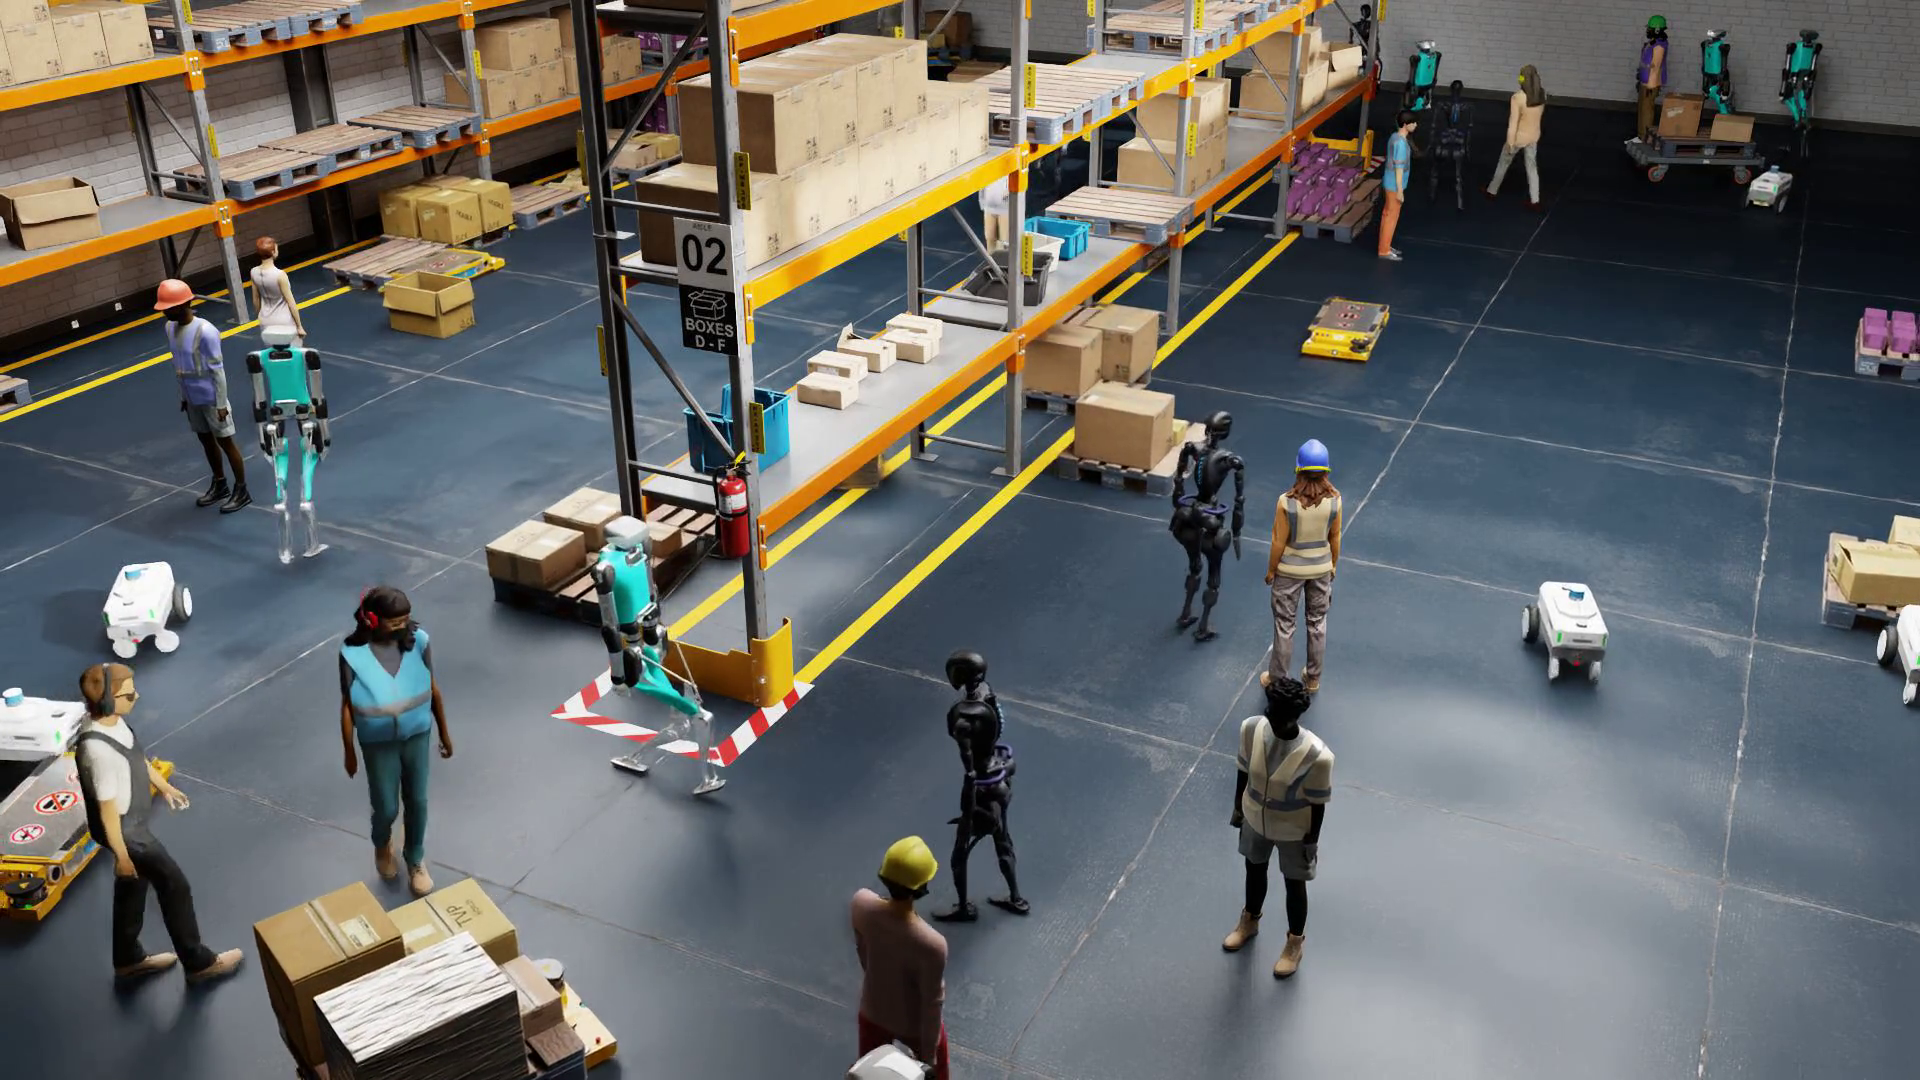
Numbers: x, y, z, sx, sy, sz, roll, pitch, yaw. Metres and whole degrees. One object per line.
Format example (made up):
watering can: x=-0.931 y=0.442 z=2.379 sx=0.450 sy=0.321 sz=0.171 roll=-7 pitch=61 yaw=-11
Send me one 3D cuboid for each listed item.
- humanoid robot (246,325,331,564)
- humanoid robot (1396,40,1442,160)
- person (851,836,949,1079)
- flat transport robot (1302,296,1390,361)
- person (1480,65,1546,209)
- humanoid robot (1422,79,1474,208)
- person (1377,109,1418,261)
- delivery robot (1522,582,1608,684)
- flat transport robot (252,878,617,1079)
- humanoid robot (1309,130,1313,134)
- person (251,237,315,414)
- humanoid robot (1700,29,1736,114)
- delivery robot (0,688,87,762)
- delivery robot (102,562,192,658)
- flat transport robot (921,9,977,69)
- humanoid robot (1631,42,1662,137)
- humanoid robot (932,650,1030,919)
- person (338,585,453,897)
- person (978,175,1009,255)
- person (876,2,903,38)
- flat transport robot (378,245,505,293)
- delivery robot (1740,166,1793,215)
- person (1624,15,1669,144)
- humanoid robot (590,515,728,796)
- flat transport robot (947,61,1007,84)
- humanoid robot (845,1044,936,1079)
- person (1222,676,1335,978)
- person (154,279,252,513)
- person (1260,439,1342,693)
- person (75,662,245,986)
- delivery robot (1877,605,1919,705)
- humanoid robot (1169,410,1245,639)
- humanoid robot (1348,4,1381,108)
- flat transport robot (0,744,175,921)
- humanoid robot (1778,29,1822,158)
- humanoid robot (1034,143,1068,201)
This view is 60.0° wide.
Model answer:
humanoid robot: x=-5.017 y=-0.668 z=12.482 sx=0.533 sy=1.763 sz=0.810 roll=-5 pitch=27 yaw=-9
humanoid robot: x=6.486 y=-6.325 z=23.891 sx=0.548 sy=1.733 sz=1.010 roll=-14 pitch=30 yaw=-26
person: x=-0.289 y=2.020 z=7.049 sx=0.516 sy=1.731 sz=0.843 roll=16 pitch=31 yaw=29
flat transport robot: x=4.009 y=-2.192 z=17.206 sx=0.659 sy=0.231 sz=1.431 roll=10 pitch=28 yaw=19
person: x=7.322 y=-5.259 z=21.661 sx=0.570 sy=1.818 sz=1.028 roll=-8 pitch=27 yaw=-16
humanoid robot: x=6.348 y=-5.120 z=21.576 sx=0.601 sy=1.641 sz=0.519 roll=0 pitch=26 yaw=1
person: x=5.125 y=-4.160 z=19.505 sx=0.335 sy=1.759 sz=0.495 roll=3 pitch=27 yaw=6
delivery robot: x=4.137 y=0.580 z=11.269 sx=0.499 sy=0.581 sz=0.774 roll=4 pitch=27 yaw=7
flat transport robot: x=-2.401 y=2.478 z=7.772 sx=1.431 sy=0.231 sz=0.659 roll=-20 pitch=32 yaw=-34
humanoid robot: x=5.220 y=-6.722 z=24.694 sx=0.739 sy=1.766 sz=0.570 roll=0 pitch=26 yaw=1
person: x=-6.176 y=-1.937 z=15.121 sx=0.462 sy=1.657 sz=0.271 roll=8 pitch=28 yaw=16
humanoid robot: x=11.321 y=-6.643 z=24.617 sx=0.867 sy=1.804 sz=0.554 roll=-7 pitch=27 yaw=-14
delivery robot: x=-5.693 y=1.183 z=10.086 sx=0.811 sy=0.613 sz=0.499 roll=2 pitch=26 yaw=5
delivery robot: x=-5.674 y=0.445 z=11.564 sx=0.525 sy=0.602 sz=0.774 roll=-6 pitch=27 yaw=-12
flat transport robot: x=-0.401 y=-8.872 z=30.699 sx=1.431 sy=0.231 sz=0.659 roll=-2 pitch=26 yaw=-4
humanoid robot: x=10.465 y=-6.945 z=25.207 sx=0.374 sy=1.650 sz=0.599 roll=0 pitch=26 yaw=0
humanoid robot: x=0.110 y=1.278 z=8.619 sx=0.536 sy=1.634 sz=0.609 roll=6 pitch=27 yaw=12
person: x=-3.019 y=1.060 z=8.866 sx=0.554 sy=1.844 sz=0.416 roll=-17 pitch=31 yaw=-30
person: x=0.452 y=-3.749 z=18.686 sx=0.577 sy=1.739 sz=0.500 roll=16 pitch=30 yaw=29
person: x=-1.306 y=-9.174 z=29.611 sx=0.635 sy=1.794 sz=0.431 roll=-21 pitch=33 yaw=-36
flat transport robot: x=-5.894 y=-3.050 z=18.939 sx=0.659 sy=0.231 sz=1.431 roll=10 pitch=28 yaw=20
delivery robot: x=10.560 y=-4.563 z=21.693 sx=0.499 sy=0.612 sz=0.815 roll=21 pitch=33 yaw=36
person: x=10.194 y=-6.764 z=24.584 sx=0.427 sy=1.924 sz=0.530 roll=3 pitch=26 yaw=6
humanoid robot: x=-1.664 y=0.727 z=9.694 sx=1.013 sy=1.778 sz=0.530 roll=9 pitch=28 yaw=18
flat transport robot: x=0.211 y=-6.537 z=25.982 sx=1.431 sy=0.231 sz=0.659 roll=7 pitch=27 yaw=14
humanoid robot: x=-0.070 y=2.553 z=5.815 sx=0.735 sy=1.677 sz=0.533 roll=17 pitch=31 yaw=31
person: x=1.589 y=1.413 z=8.324 sx=0.534 sy=1.693 sz=0.321 roll=21 pitch=33 yaw=36
person: x=-6.044 y=-1.145 z=13.226 sx=0.543 sy=1.929 sz=0.387 roll=13 pitch=29 yaw=25
person: x=2.200 y=0.190 z=10.694 sx=0.462 sy=1.778 sz=0.309 roll=-4 pitch=27 yaw=-8
person: x=-4.049 y=1.404 z=8.191 sx=0.624 sy=1.816 sz=0.528 roll=-12 pitch=29 yaw=-24
delivery robot: x=6.417 y=0.728 z=10.983 sx=0.499 sy=0.592 sz=0.774 roll=9 pitch=28 yaw=17
humanoid robot: x=1.662 y=-0.113 z=11.419 sx=0.589 sy=1.646 sz=0.364 roll=19 pitch=32 yaw=34
humanoid robot: x=6.577 y=-7.895 z=27.139 sx=0.603 sy=1.651 sz=0.433 roll=-8 pitch=27 yaw=-16
flat transport robot: x=-5.162 y=1.633 z=9.480 sx=0.659 sy=0.231 sz=1.431 roll=2 pitch=26 yaw=5
humanoid robot: x=12.264 y=-6.401 z=24.183 sx=0.546 sy=1.905 sz=0.748 roll=-5 pitch=27 yaw=-9
humanoid robot: x=1.234 y=-5.298 z=21.901 sx=0.376 sy=1.645 sz=0.590 roll=-22 pitch=34 yaw=-38
